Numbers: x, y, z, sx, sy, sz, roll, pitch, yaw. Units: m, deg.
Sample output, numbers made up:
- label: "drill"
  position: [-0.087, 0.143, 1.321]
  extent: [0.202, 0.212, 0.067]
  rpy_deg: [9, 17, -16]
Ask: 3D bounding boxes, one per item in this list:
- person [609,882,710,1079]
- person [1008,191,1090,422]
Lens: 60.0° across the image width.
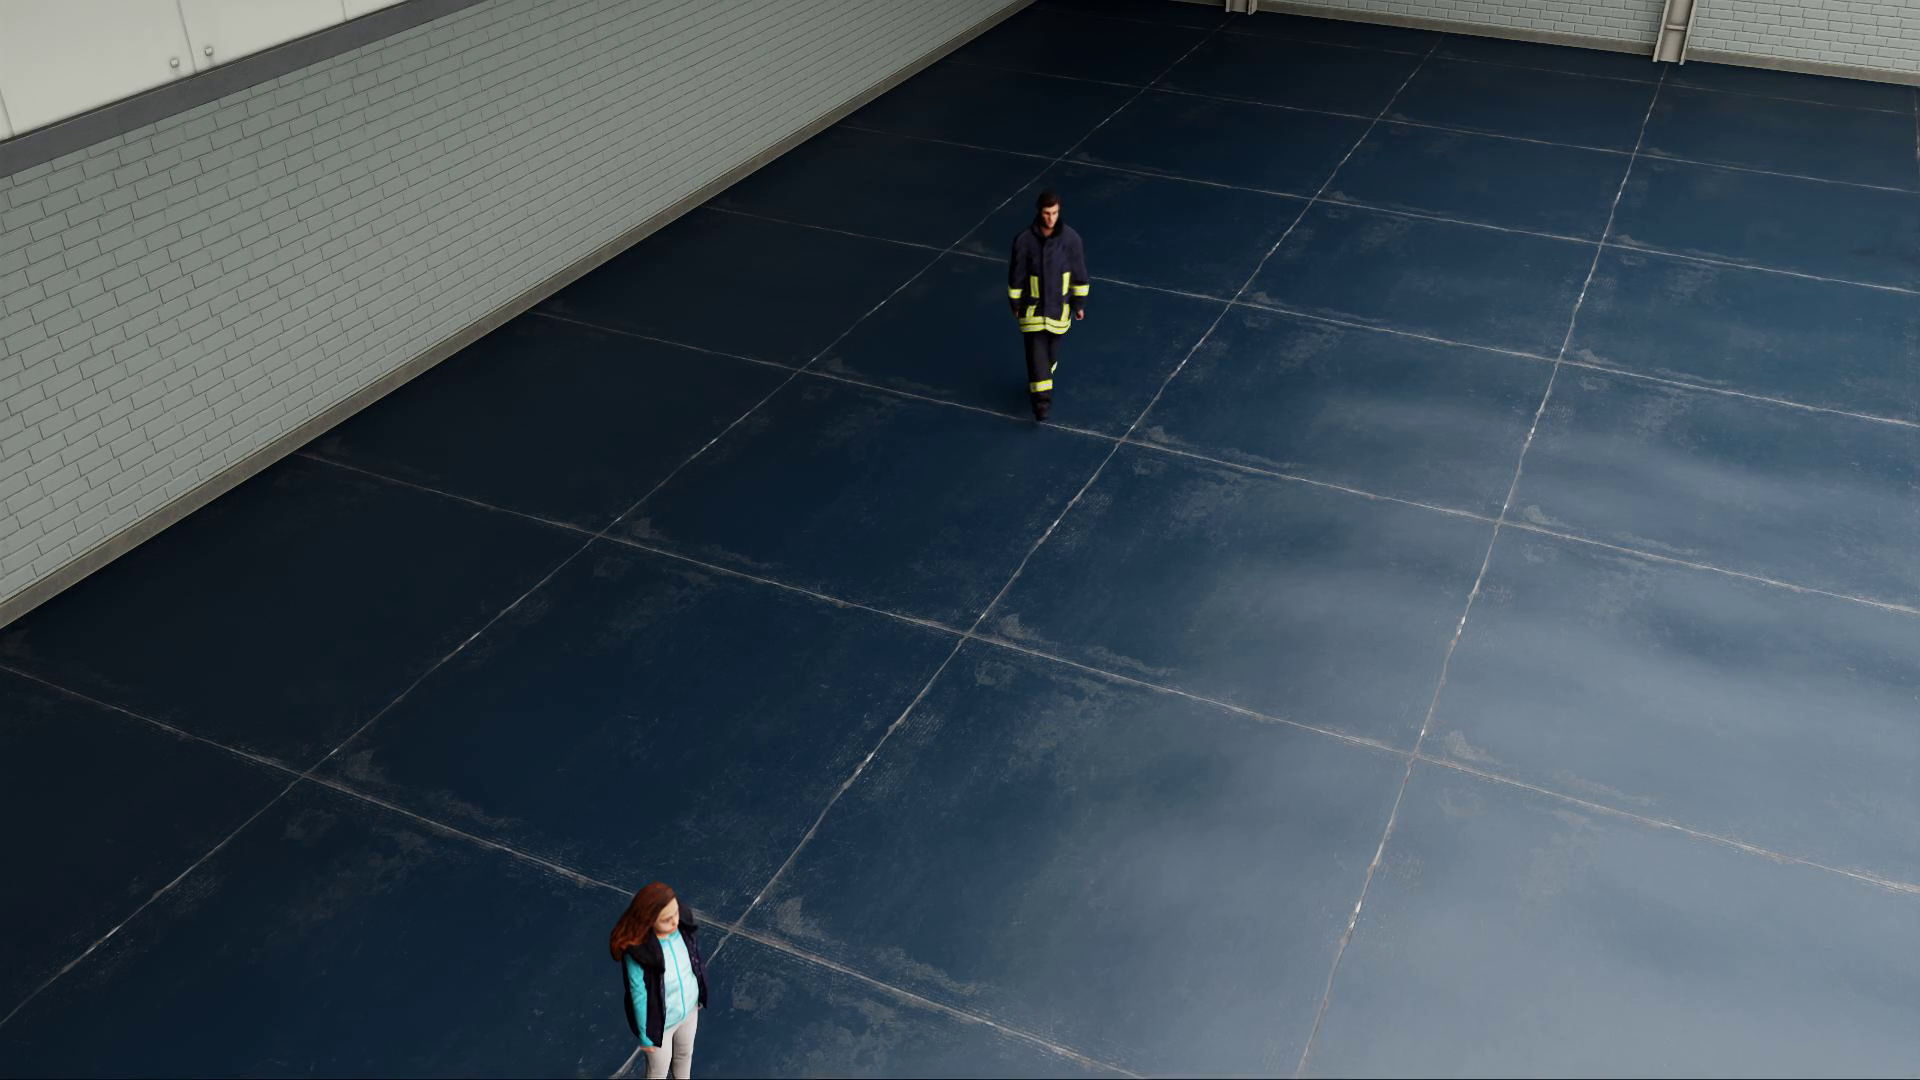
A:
- label: "person"
  position: [-1.330, 2.102, 7.477]
  extent: [0.622, 1.500, 0.602]
  rpy_deg: [21, 38, 30]
- label: "person"
  position: [0.689, -1.975, 13.577]
  extent: [1.208, 1.887, 1.211]
  rpy_deg: [-6, 33, -9]
